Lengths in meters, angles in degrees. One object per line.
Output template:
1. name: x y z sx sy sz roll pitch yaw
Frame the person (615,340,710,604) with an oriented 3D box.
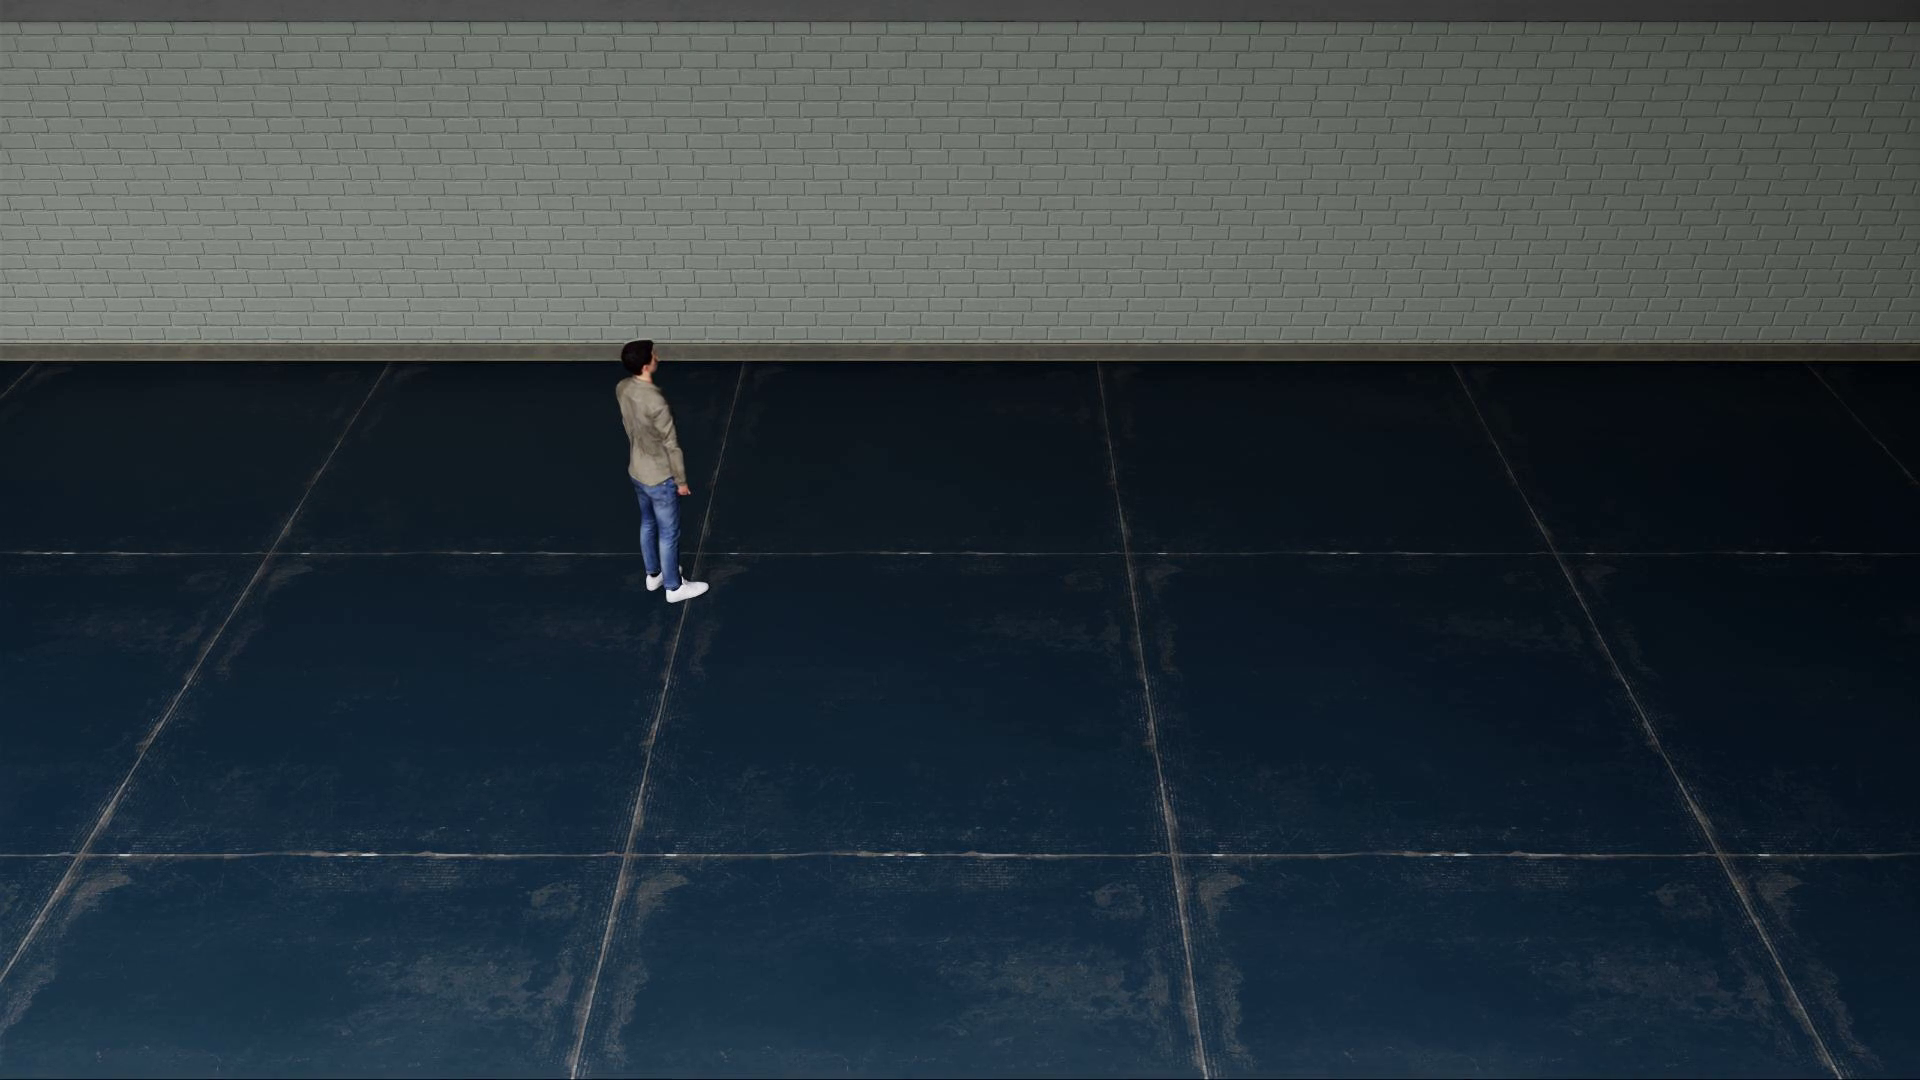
1. person: -1.978 -0.441 10.742 0.842 1.866 0.776 -28 42 -35
